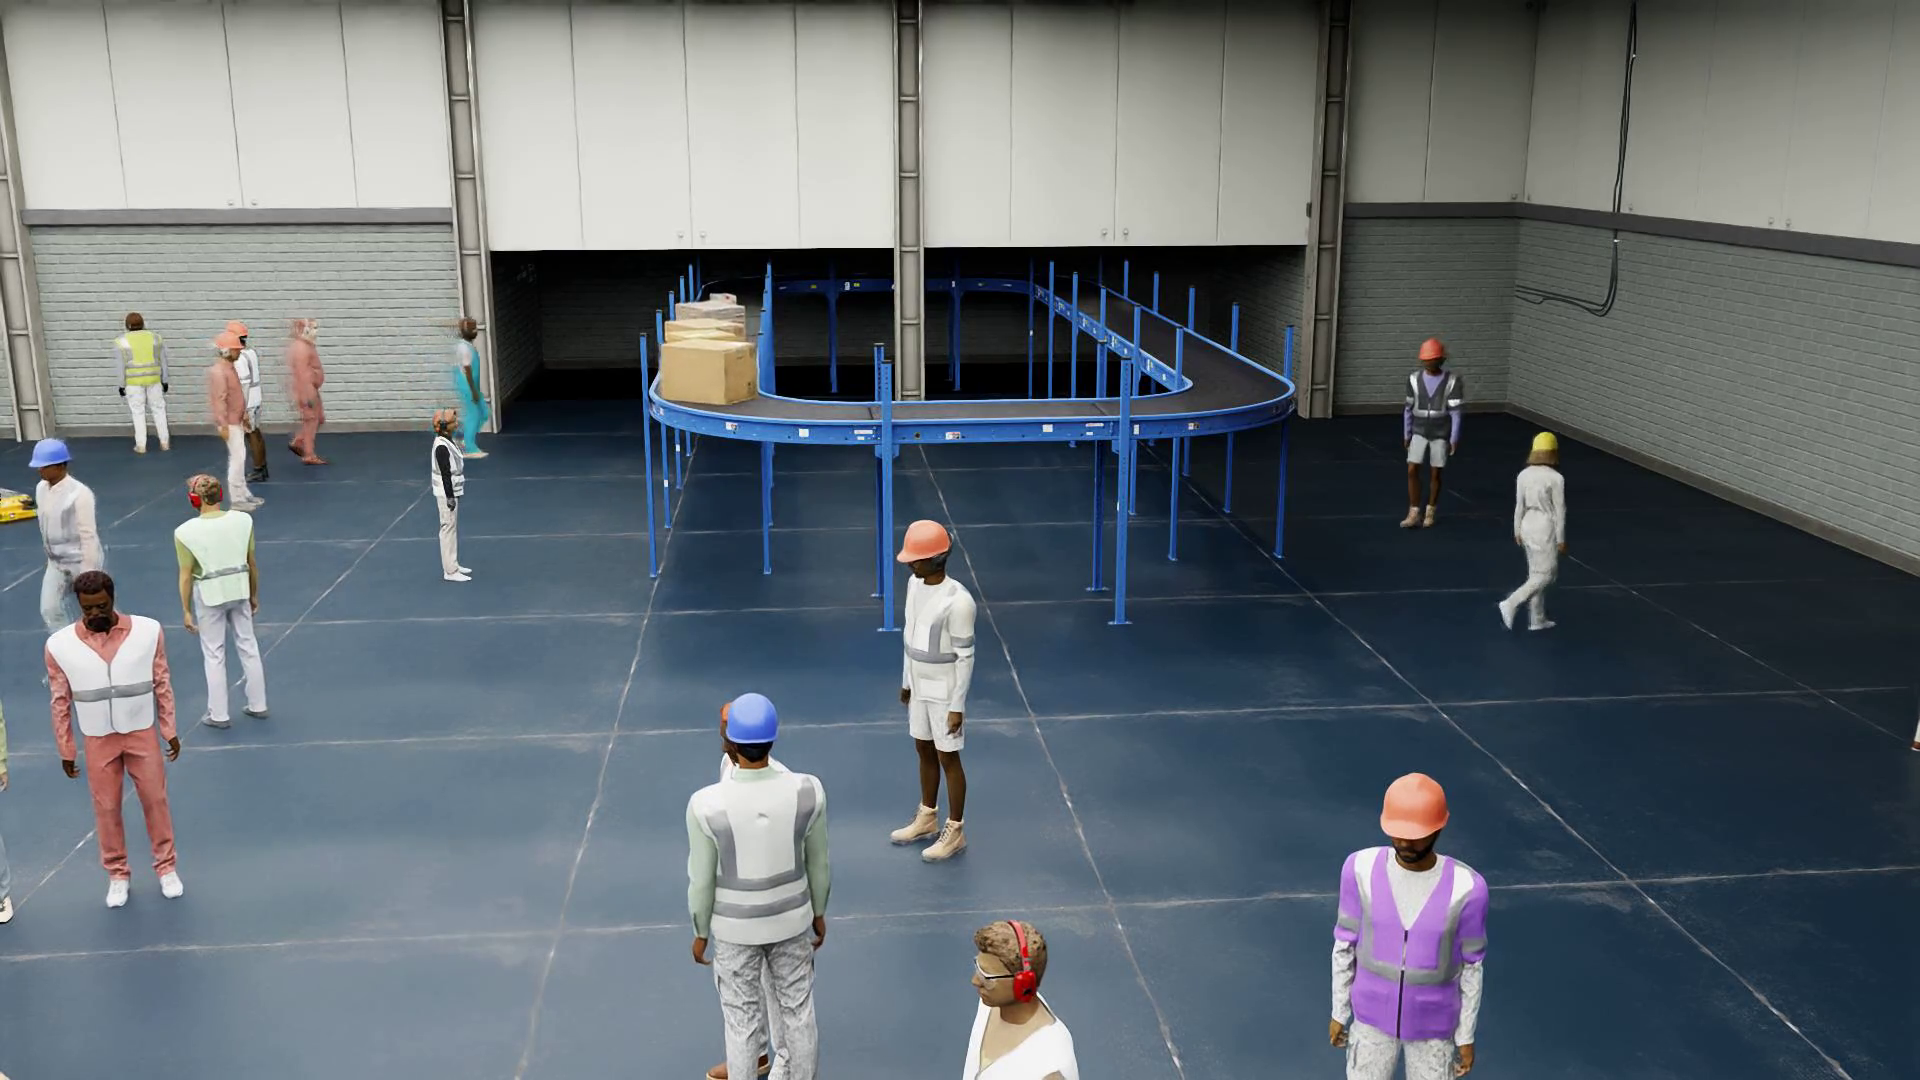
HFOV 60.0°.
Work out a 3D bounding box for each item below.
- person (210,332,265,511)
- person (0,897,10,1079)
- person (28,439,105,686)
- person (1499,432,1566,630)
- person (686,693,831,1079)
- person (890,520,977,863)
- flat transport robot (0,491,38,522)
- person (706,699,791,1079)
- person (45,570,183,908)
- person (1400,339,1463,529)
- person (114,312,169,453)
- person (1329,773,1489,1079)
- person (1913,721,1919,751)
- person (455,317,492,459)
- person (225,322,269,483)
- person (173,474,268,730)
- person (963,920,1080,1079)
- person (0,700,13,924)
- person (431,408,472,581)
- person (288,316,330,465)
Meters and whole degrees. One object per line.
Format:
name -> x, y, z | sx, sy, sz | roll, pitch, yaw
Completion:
person -> -8.110, -1.330, 18.585 | 0.442, 1.983, 0.651 | -3, 14, -13
person -> -4.411, 1.523, 7.061 | 0.536, 2.000, 0.688 | 9, 17, 33
person -> -6.801, 0.181, 12.643 | 0.655, 1.929, 0.711 | 7, 16, 27
person -> 4.824, -0.051, 14.008 | 0.617, 1.715, 0.502 | -6, 15, -22
person -> -0.845, 1.586, 6.998 | 0.606, 1.947, 0.406 | -5, 15, -20
person -> -0.170, 0.871, 9.687 | 0.392, 2.034, 0.605 | -10, 17, -34
flat transport robot -> -10.826, -0.404, 18.362 | 1.431, 0.197, 0.652 | 10, 17, 34
person -> -0.886, 1.560, 7.224 | 0.355, 1.887, 0.574 | -11, 18, -37
person -> -4.633, 1.071, 9.145 | 0.604, 1.906, 0.405 | -8, 16, -28
person -> 4.972, -1.098, 17.582 | 0.644, 2.020, 0.675 | 7, 16, 27
person -> -10.737, -2.071, 21.851 | 0.633, 1.839, 0.429 | -12, 18, -40
person -> 1.658, 1.783, 6.229 | 0.552, 1.935, 0.360 | 6, 15, 22
person -> 6.710, 0.722, 11.127 | 0.318, 1.621, 0.514 | 3, 14, 13
person -> -6.242, -1.937, 21.331 | 0.401, 1.830, 0.520 | -1, 14, -5
person -> -8.595, -1.652, 19.980 | 0.374, 1.933, 0.552 | -2, 14, -9
person -> -5.237, 0.442, 11.809 | 0.383, 1.836, 0.563 | 12, 18, 40
person -> 0.188, 2.060, 5.304 | 0.389, 1.846, 0.567 | -6, 15, -22
person -> -5.345, 1.218, 8.837 | 0.523, 1.769, 0.315 | -5, 15, -18
person -> -4.816, -0.430, 15.689 | 0.308, 1.641, 0.514 | -4, 14, -14
person -> -8.214, -1.869, 20.954 | 0.441, 1.891, 0.646 | -5, 15, -19
